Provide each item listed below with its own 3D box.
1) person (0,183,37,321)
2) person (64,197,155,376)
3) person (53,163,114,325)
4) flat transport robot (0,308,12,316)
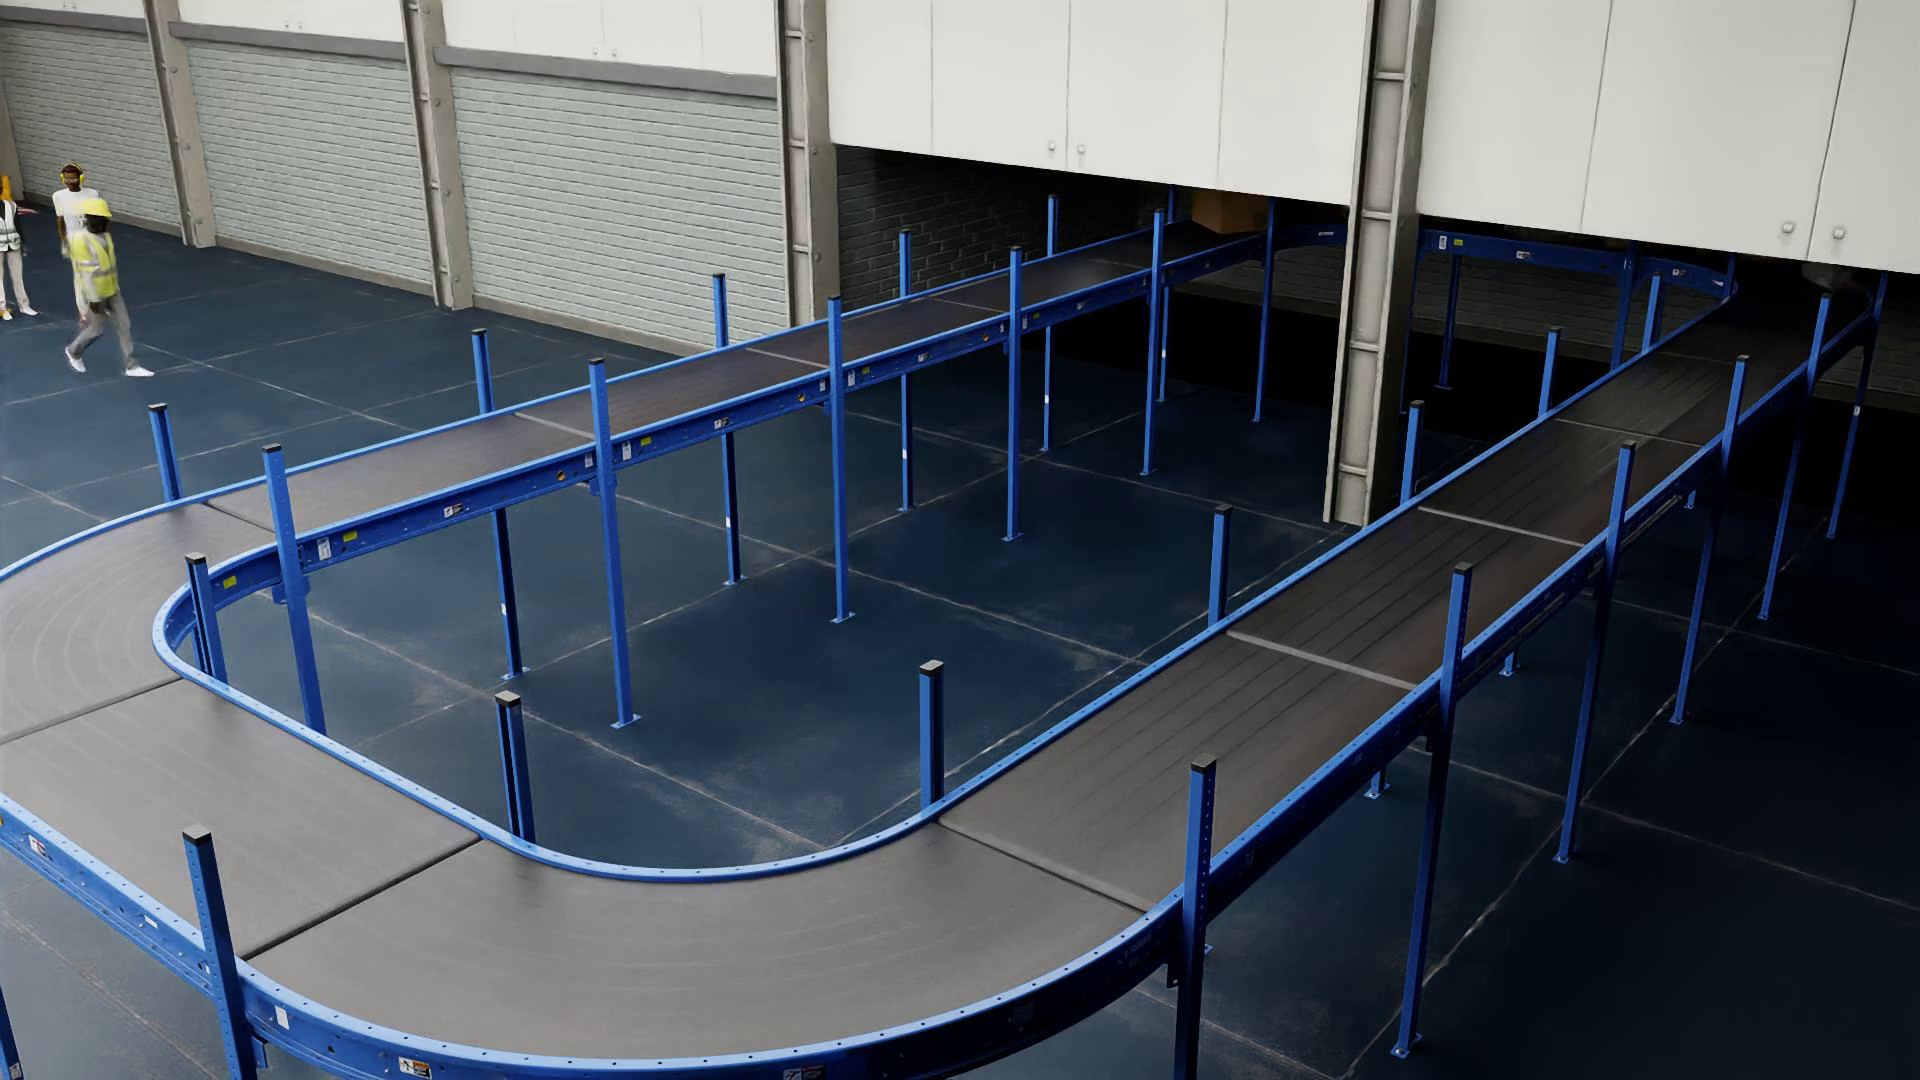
[{"bbox_3d":[-11.318,-3.442,19.691,0.307,1.641,0.511,13,25,30],"label":"person"},{"bbox_3d":[-8.965,-2.605,17.240,0.838,1.891,0.582,4,22,9],"label":"person"},{"bbox_3d":[-10.232,-3.459,19.437,0.518,1.865,0.330,-14,26,-32],"label":"person"},{"bbox_3d":[-12.140,-2.732,19.727,1.431,0.197,0.652,2,22,6],"label":"flat transport robot"}]
